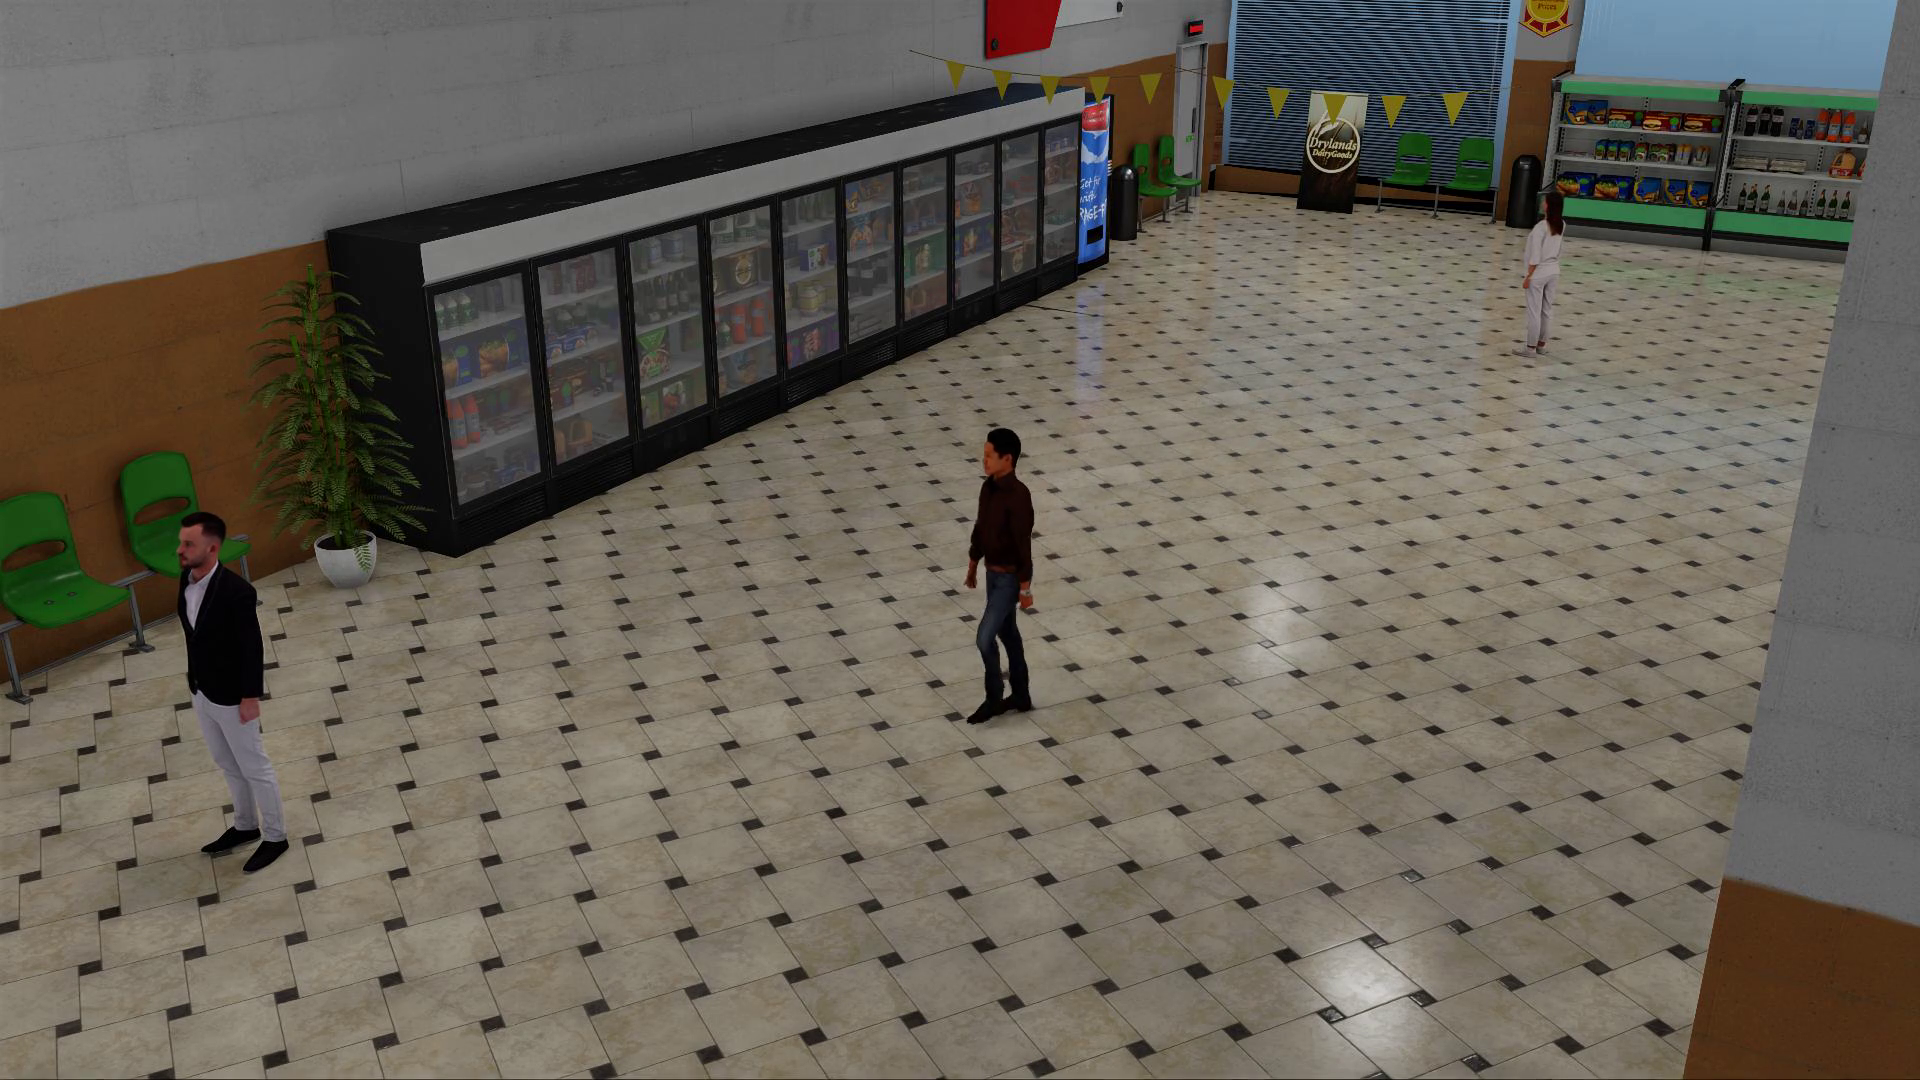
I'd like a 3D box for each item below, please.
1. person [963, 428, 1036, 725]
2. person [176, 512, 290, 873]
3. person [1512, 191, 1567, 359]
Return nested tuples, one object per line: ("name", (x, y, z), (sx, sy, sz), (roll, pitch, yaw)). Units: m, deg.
("person", (0.337, 0.205, 9.540), (0.888, 1.764, 0.817), (-9, 24, -22))
("person", (-3.578, 0.725, 8.138), (0.504, 1.845, 0.721), (14, 26, 31))
("person", (5.914, -2.701, 16.877), (0.675, 1.686, 0.670), (-15, 27, -33))
